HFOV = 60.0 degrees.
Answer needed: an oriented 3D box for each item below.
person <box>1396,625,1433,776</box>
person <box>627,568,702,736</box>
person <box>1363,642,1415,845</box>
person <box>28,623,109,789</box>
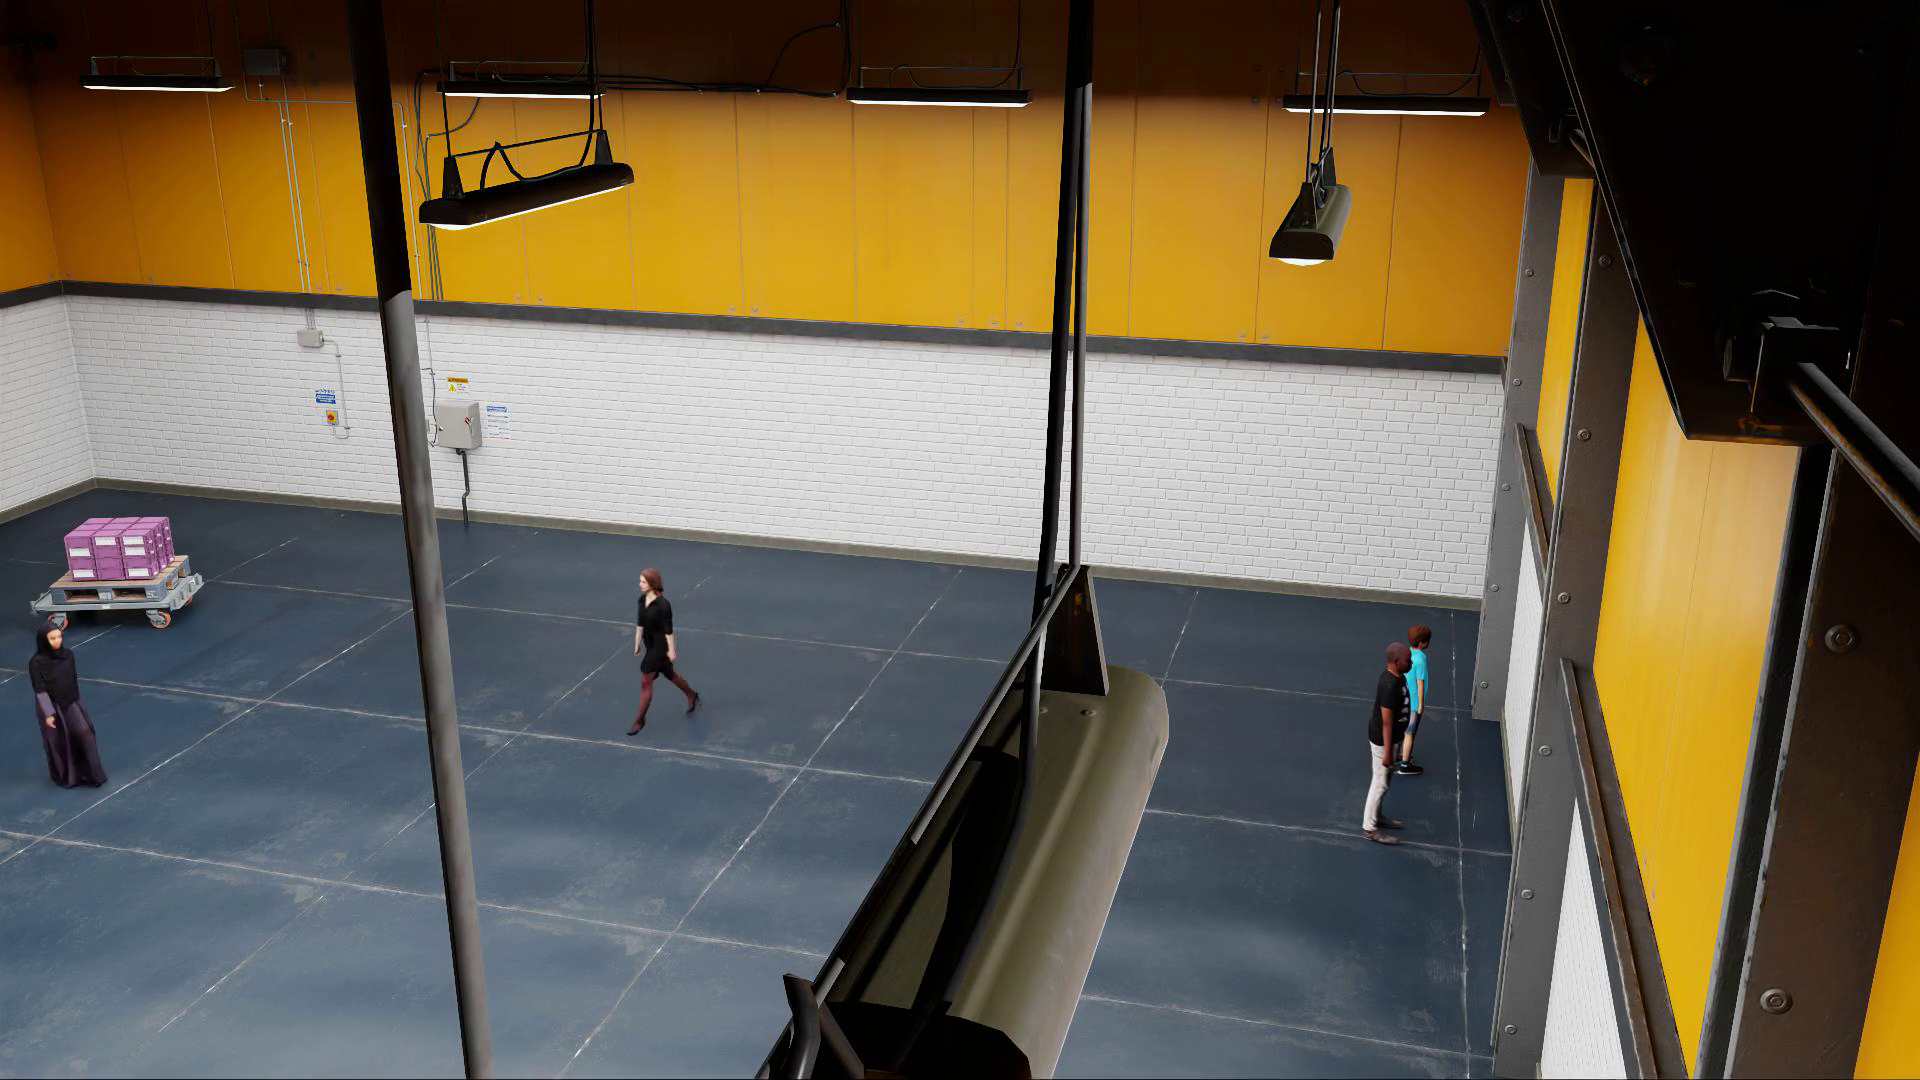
[{"bbox_3d":[4.222,1.474,15.583,0.638,1.447,0.523,-3,19,-8],"label":"person"},{"bbox_3d":[-2.918,1.074,16.446,0.966,1.655,1.199,17,25,42],"label":"person"},{"bbox_3d":[3.671,1.716,14.309,0.719,1.802,0.534,7,20,19],"label":"person"},{"bbox_3d":[-8.307,1.498,15.258,0.826,1.611,0.856,14,23,35],"label":"person"}]
